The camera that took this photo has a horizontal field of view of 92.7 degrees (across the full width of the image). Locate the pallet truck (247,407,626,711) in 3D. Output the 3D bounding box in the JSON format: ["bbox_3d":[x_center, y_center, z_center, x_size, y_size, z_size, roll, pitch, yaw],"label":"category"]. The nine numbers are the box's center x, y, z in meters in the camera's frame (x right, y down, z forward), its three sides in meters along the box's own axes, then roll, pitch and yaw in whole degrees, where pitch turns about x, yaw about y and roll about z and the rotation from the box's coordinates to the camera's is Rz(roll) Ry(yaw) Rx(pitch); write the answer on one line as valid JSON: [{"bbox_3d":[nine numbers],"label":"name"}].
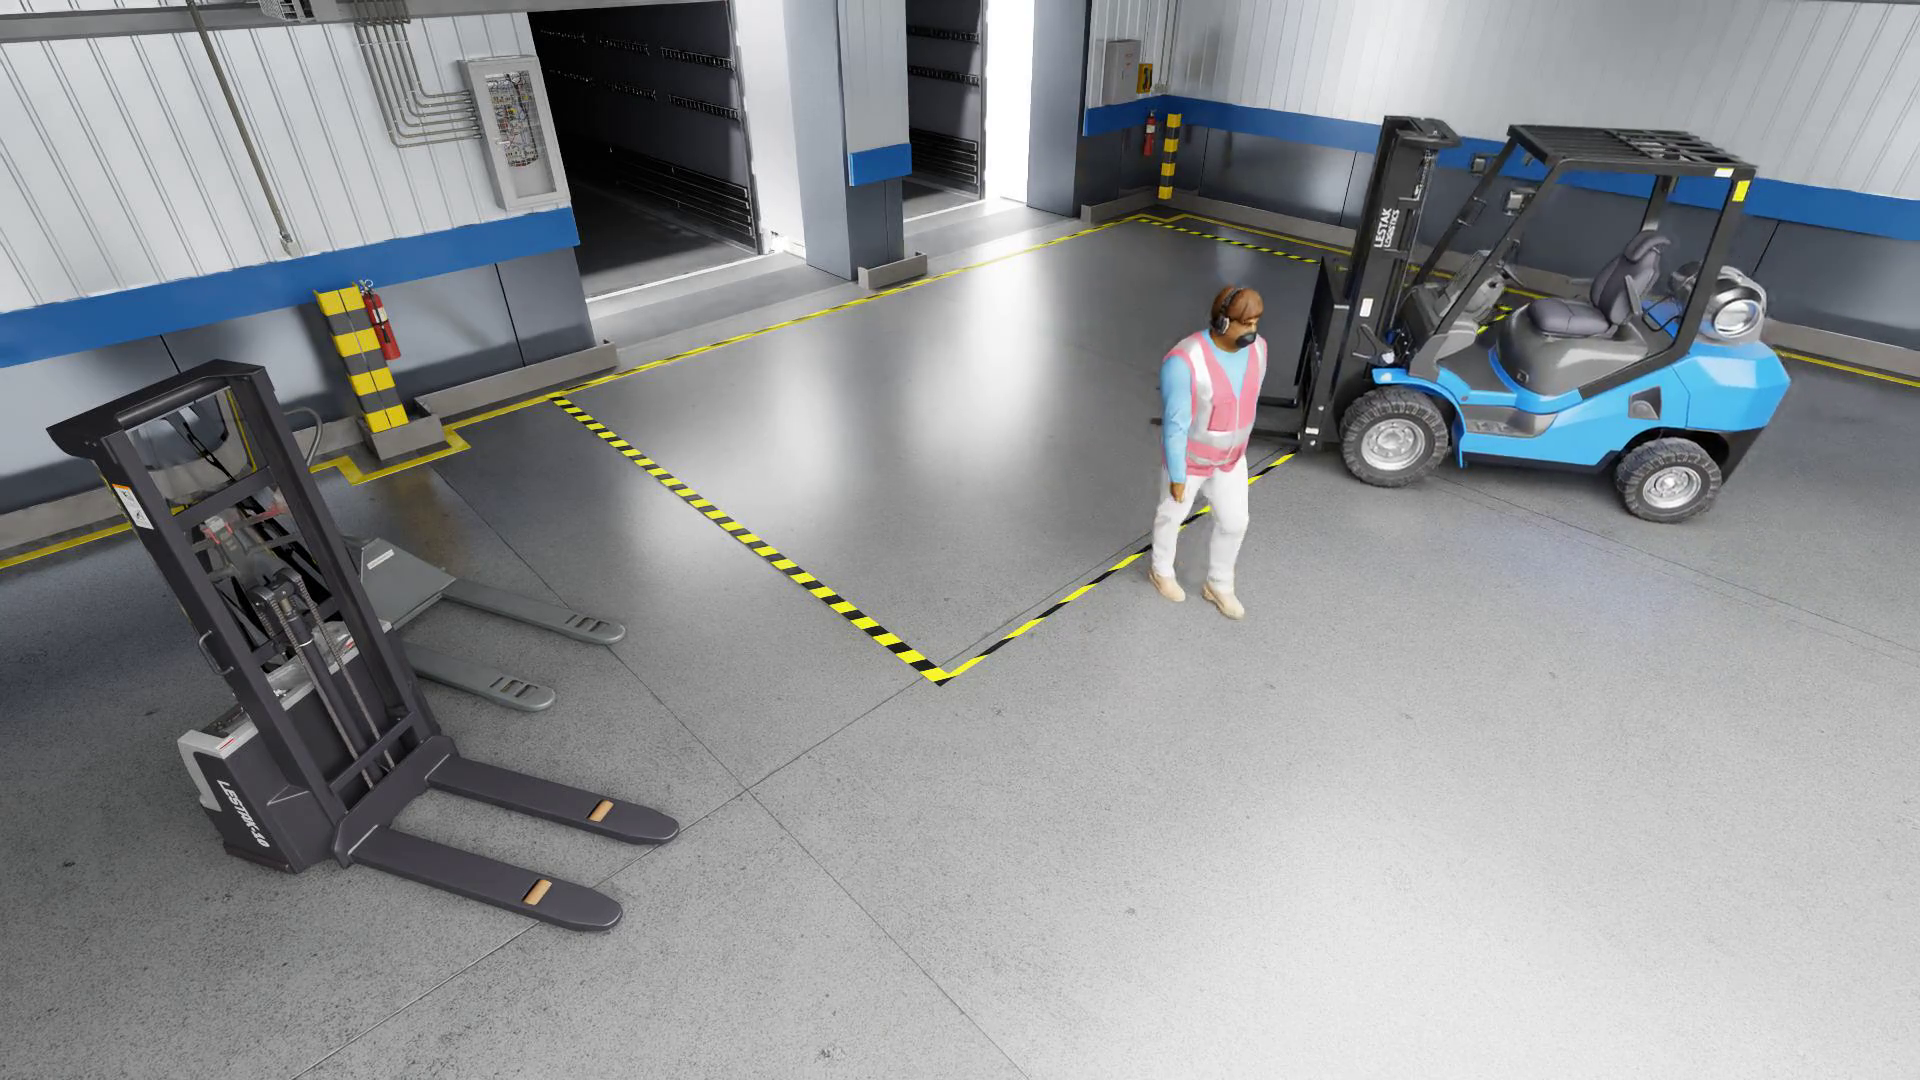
[{"bbox_3d":[-2.628,0.038,4.590,1.601,1.201,0.680,12,36,18],"label":"pallet truck"}]

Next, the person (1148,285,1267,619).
[{"bbox_3d":[1.288,-0.396,4.717,0.621,1.824,0.575,-13,36,-18],"label":"person"}]

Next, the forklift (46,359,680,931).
[{"bbox_3d":[-2.135,0.422,3.354,1.885,1.965,0.823,10,35,14],"label":"forklift"}]

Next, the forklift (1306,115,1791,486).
[{"bbox_3d":[3.791,-1.551,5.939,2.680,2.036,1.157,8,35,12],"label":"forklift"}]
